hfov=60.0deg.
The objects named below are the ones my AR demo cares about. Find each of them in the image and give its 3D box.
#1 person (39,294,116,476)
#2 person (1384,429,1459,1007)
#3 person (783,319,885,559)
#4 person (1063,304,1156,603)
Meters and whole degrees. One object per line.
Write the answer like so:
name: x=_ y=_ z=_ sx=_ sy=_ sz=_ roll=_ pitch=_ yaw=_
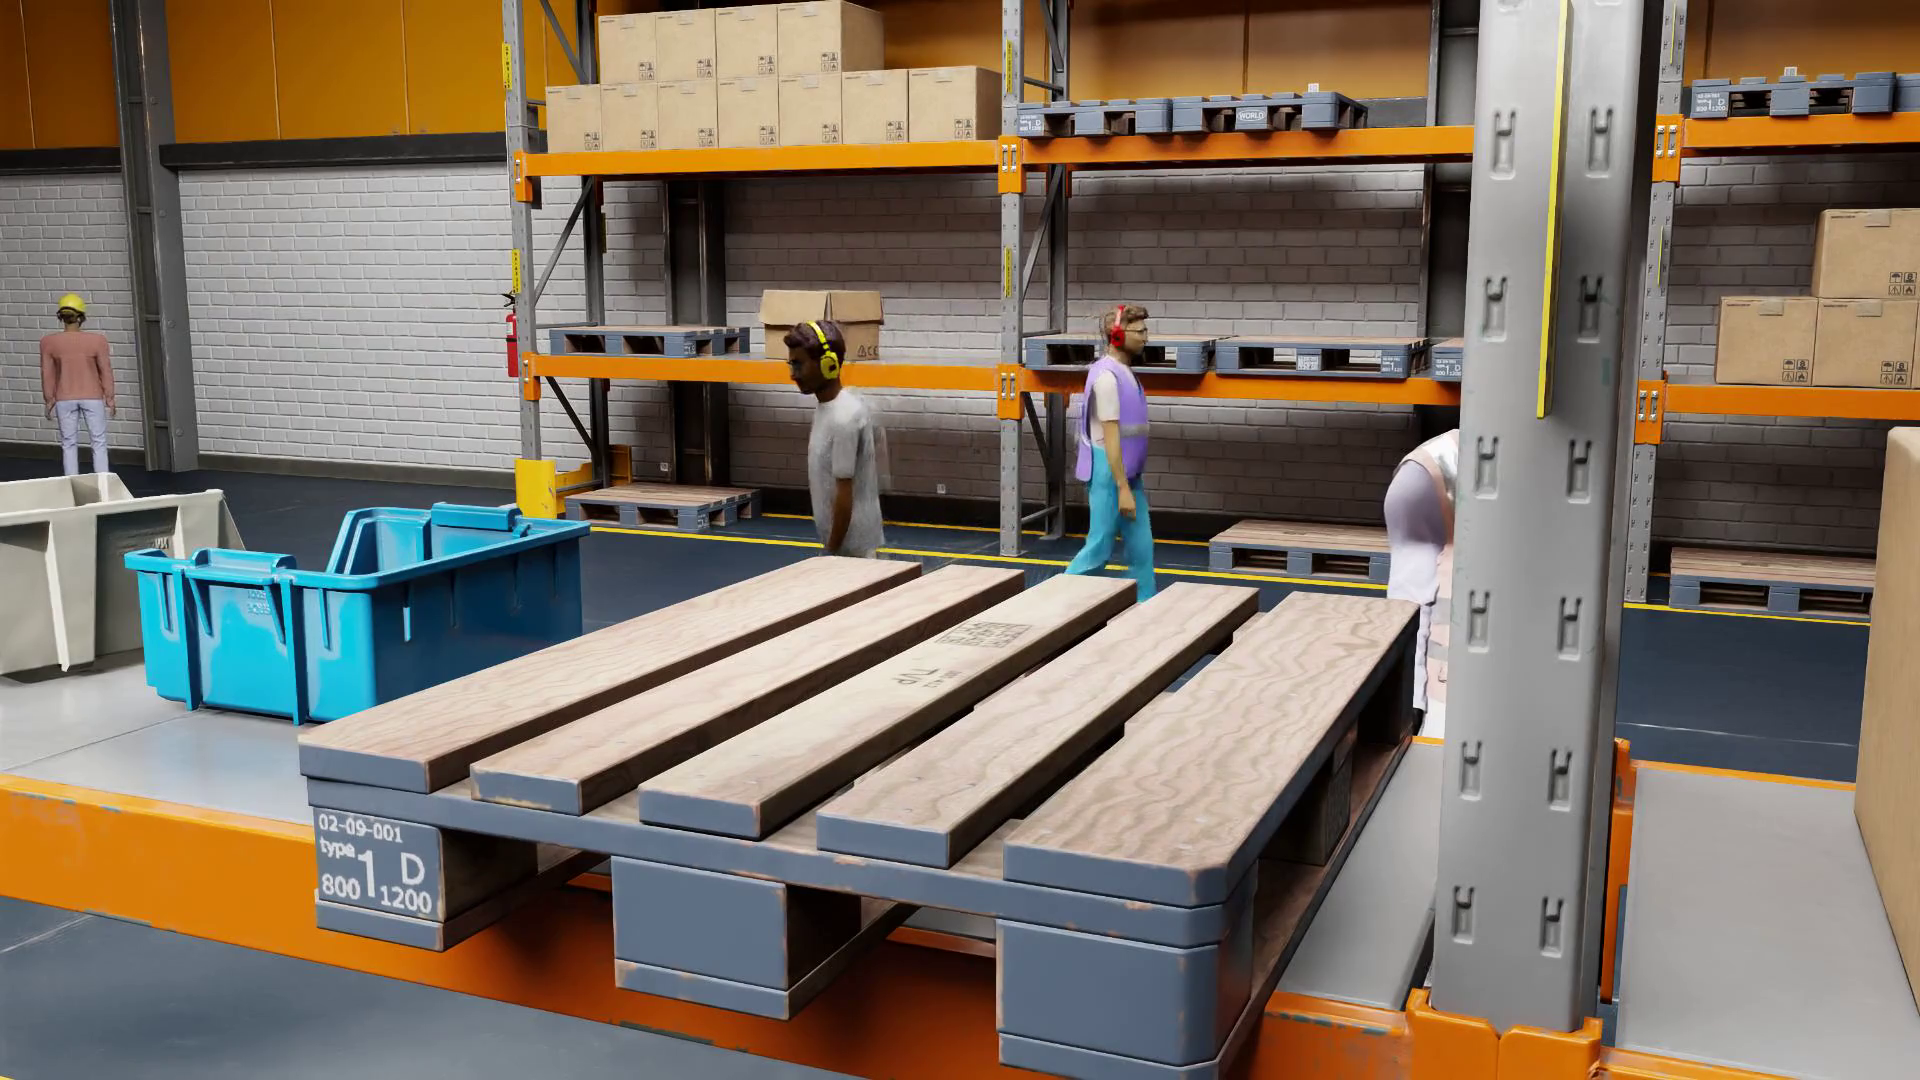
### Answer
person: x=-7.315 y=-1.132 z=13.788 sx=0.558 sy=1.785 sz=0.513 roll=-3 pitch=10 yaw=-18
person: x=1.411 y=0.385 z=4.365 sx=0.632 sy=1.842 sz=0.429 roll=-3 pitch=10 yaw=-18
person: x=-0.454 y=0.034 z=6.578 sx=0.975 sy=1.819 sz=0.549 roll=-3 pitch=10 yaw=-17
person: x=0.784 y=-0.307 z=8.644 sx=0.715 sy=1.844 sz=0.568 roll=4 pitch=10 yaw=21
